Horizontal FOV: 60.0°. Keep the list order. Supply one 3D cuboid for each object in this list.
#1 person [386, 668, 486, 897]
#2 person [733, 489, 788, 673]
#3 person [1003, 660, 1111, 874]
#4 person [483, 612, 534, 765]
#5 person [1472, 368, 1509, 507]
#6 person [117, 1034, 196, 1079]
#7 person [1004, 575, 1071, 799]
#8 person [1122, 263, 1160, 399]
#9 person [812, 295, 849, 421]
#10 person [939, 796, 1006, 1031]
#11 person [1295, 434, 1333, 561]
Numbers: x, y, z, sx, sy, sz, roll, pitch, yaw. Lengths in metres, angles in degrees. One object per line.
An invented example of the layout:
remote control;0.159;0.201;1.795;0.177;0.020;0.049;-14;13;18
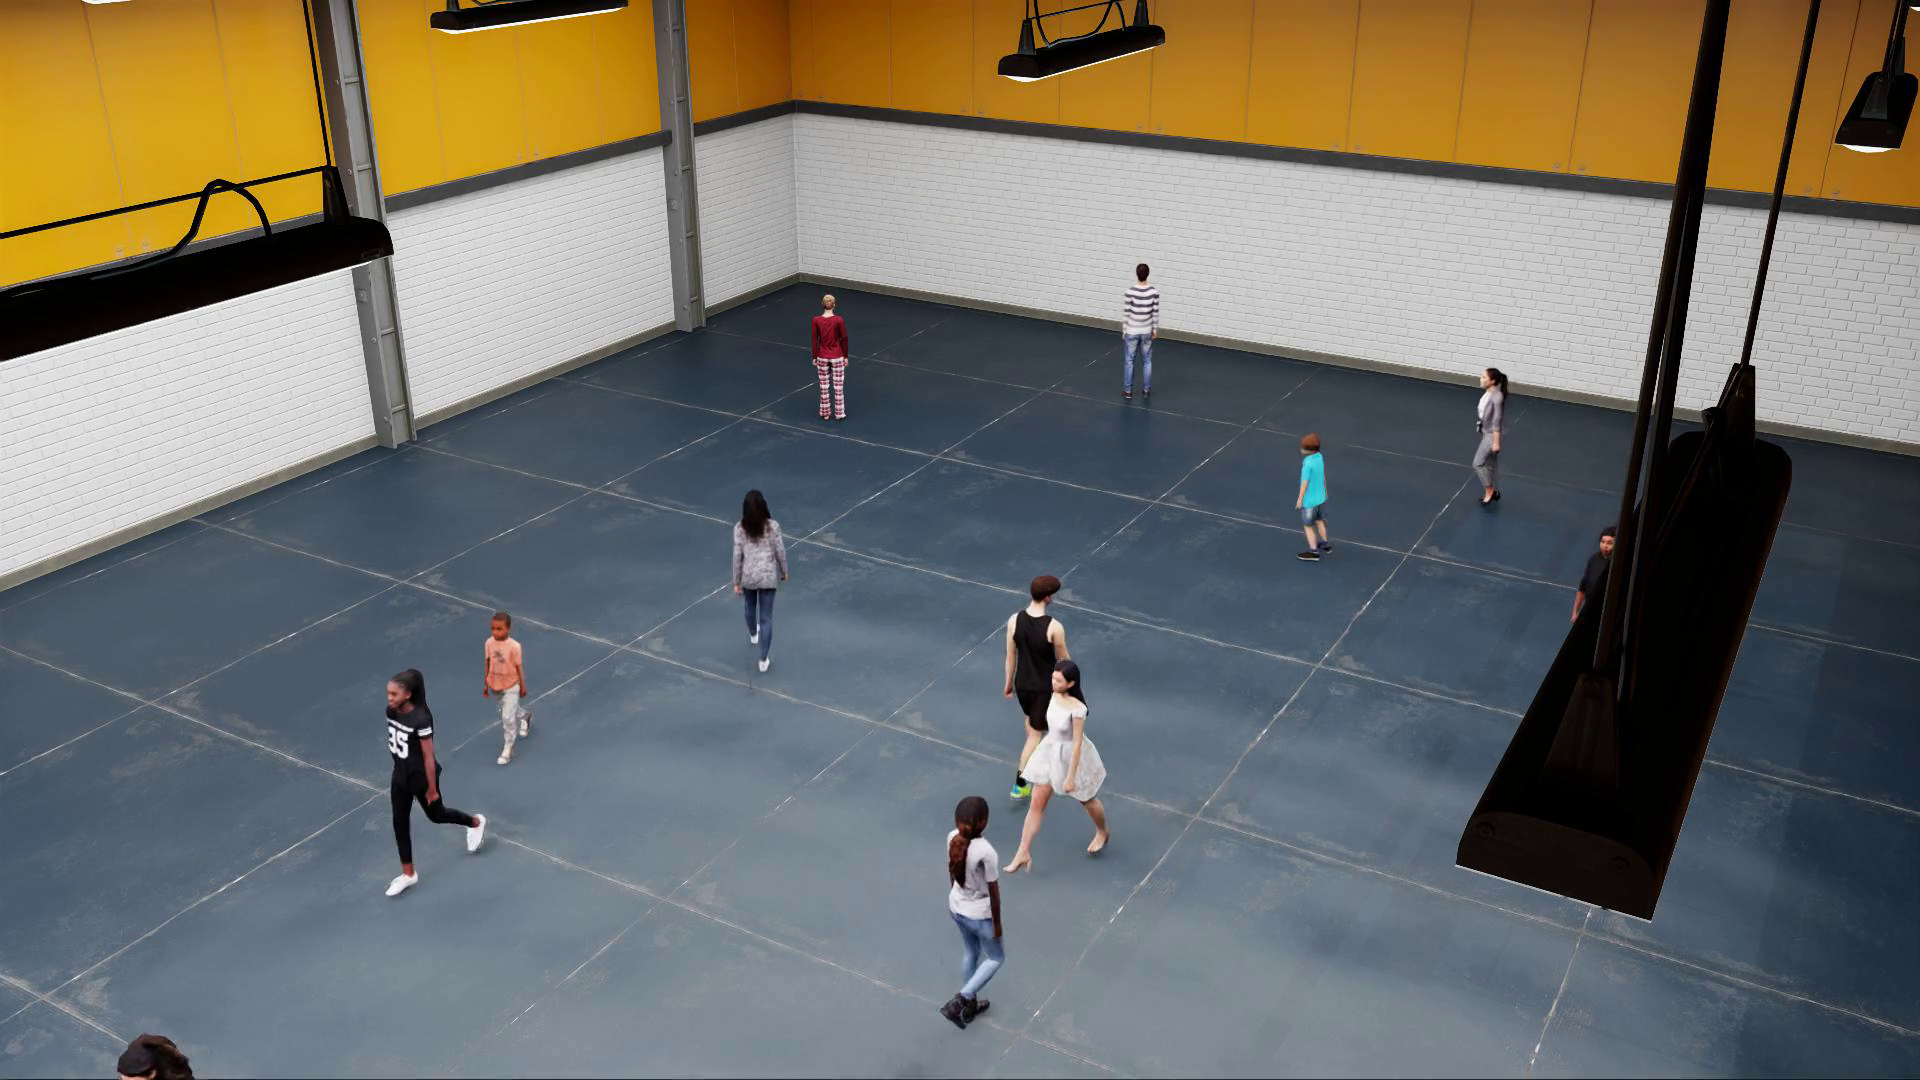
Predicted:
person;-3.967;1.745;12.371;0.617;1.698;1.128;13;27;28
person;-1.879;0.404;15.438;0.948;1.697;1.135;0;24;1
person;0.874;1.698;12.458;1.262;1.714;1.039;-13;27;-27
person;-3.834;1.193;14.133;0.575;1.298;0.908;9;25;19
person;6.134;-1.157;19.063;0.799;1.654;0.712;2;24;4
person;-4.221;3.284;8.981;0.916;1.592;1.011;-4;24;-8
person;0.586;1.218;13.395;0.662;1.843;1.152;13;27;27
person;2.446;-2.856;22.706;0.706;1.849;0.732;-3;24;-6
person;-1.710;-2.418;21.892;0.690;1.700;0.667;1;24;3
person;0.038;2.450;10.741;0.822;1.711;0.714;-21;31;-39
person;3.818;-0.459;17.755;0.532;1.423;0.735;-19;30;-36
